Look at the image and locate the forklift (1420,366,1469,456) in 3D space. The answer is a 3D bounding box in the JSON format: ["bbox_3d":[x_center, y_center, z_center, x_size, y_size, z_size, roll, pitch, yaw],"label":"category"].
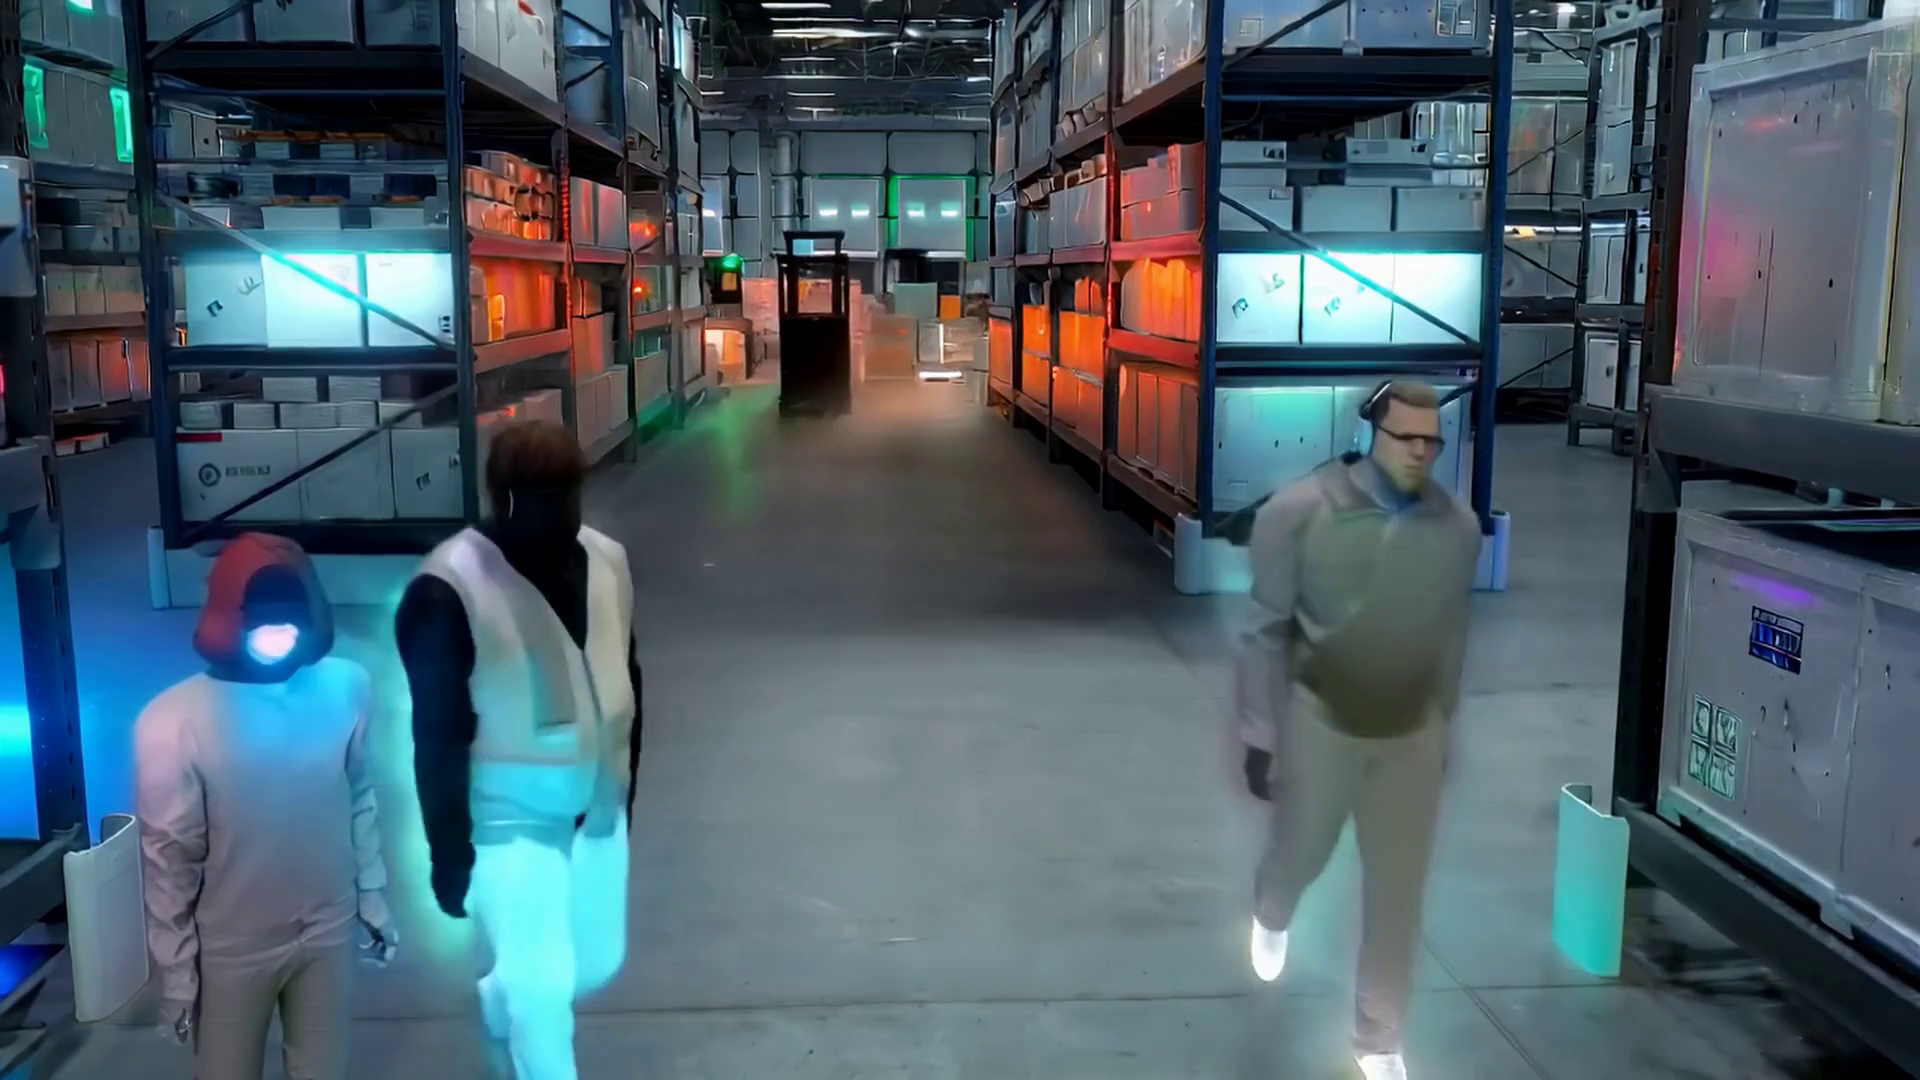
[{"bbox_3d":[4.846,-2.257,18.500,1.129,2.768,1.873,7,11,36],"label":"forklift"}]

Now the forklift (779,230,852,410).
[{"bbox_3d":[-2.298,-3.509,26.361,1.129,2.768,1.873,-1,9,-4],"label":"forklift"}]

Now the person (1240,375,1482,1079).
[{"bbox_3d":[1.052,0.480,4.487,0.651,1.870,0.851,0,9,-1],"label":"person"}]

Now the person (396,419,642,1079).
[{"bbox_3d":[-1.019,0.613,3.863,0.689,1.811,0.632,6,11,35],"label":"person"}]

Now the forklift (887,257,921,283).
[{"bbox_3d":[-1.475,-6.327,44.059,1.129,2.768,1.873,-1,9,-4],"label":"forklift"}]

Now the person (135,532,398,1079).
[{"bbox_3d":[-1.335,0.791,3.267,0.276,1.631,0.507,6,11,33],"label":"person"}]

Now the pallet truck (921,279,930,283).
[{"bbox_3d":[-0.932,-8.922,63.114,1.885,1.965,0.823,2,9,13],"label":"pallet truck"}]

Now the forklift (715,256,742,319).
[{"bbox_3d":[-8.574,-9.187,62.019,1.129,2.768,1.873,-1,9,-4],"label":"forklift"}]
